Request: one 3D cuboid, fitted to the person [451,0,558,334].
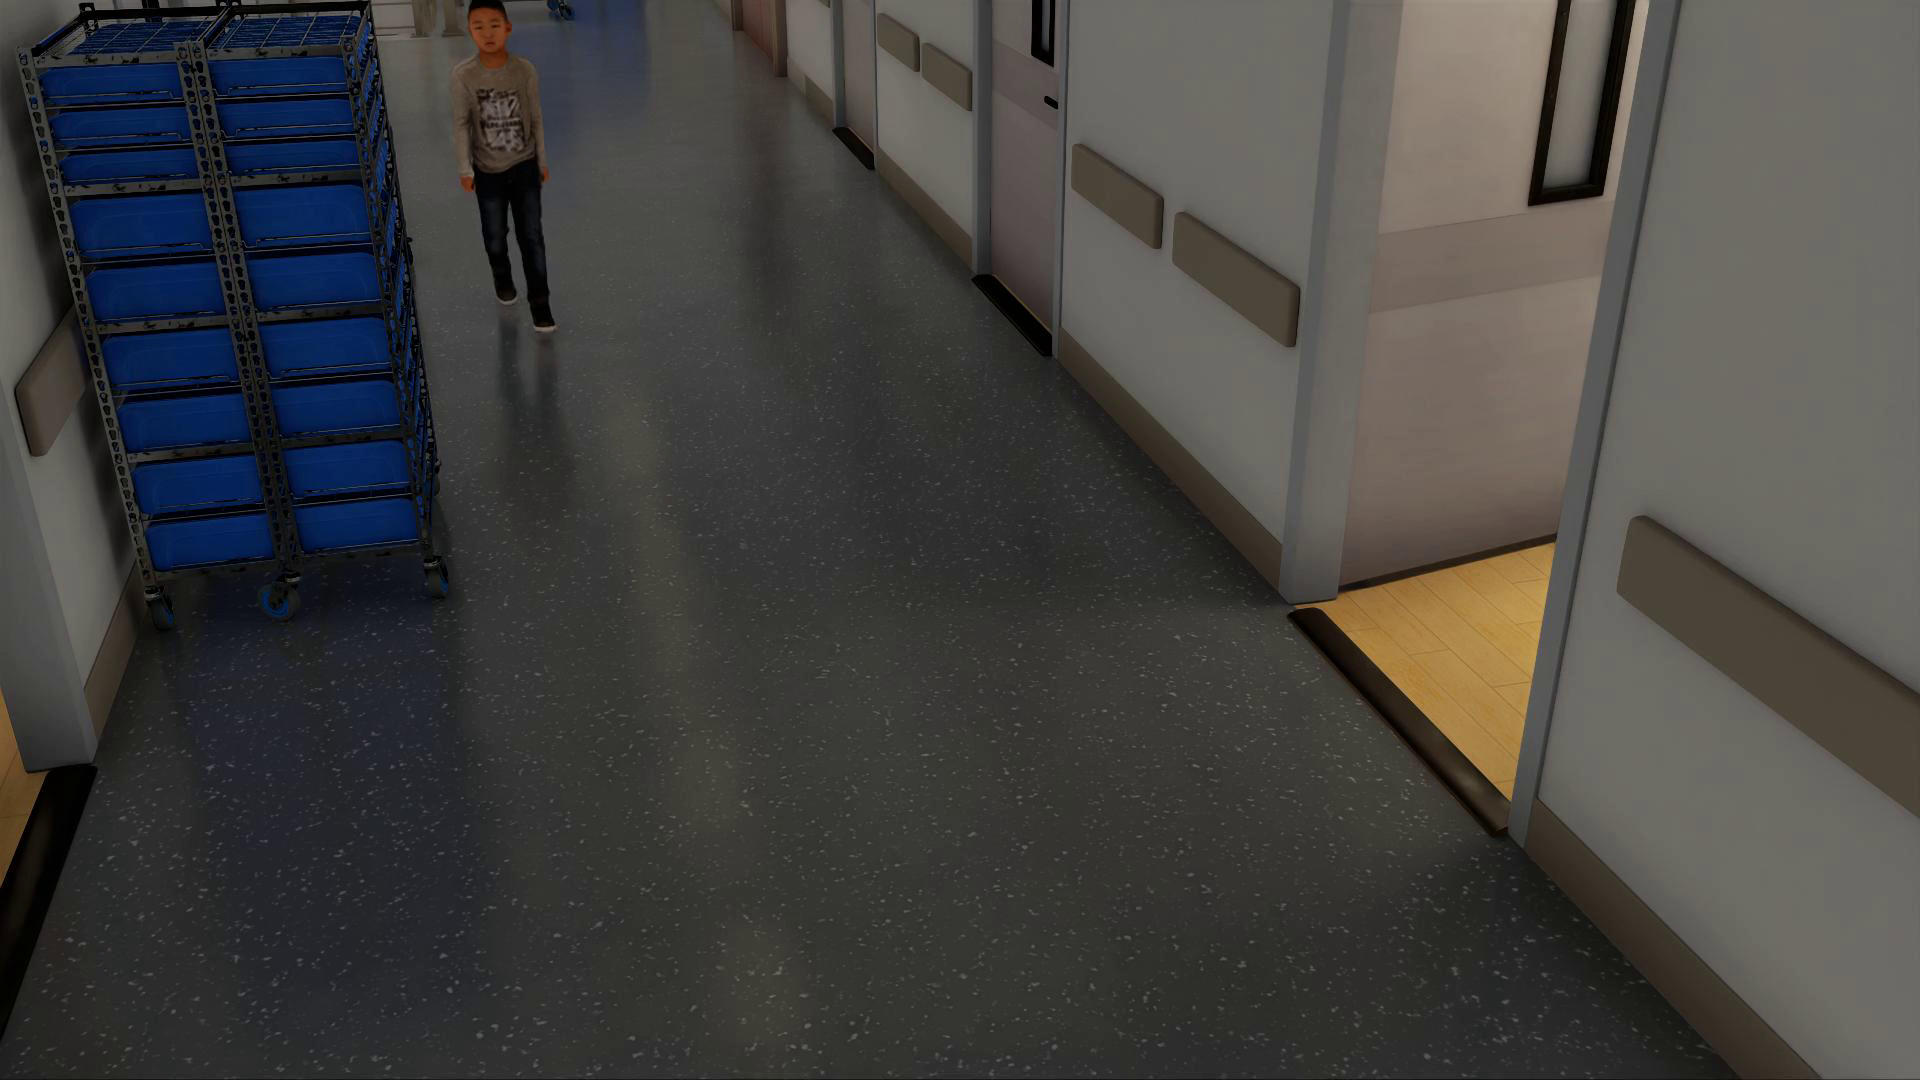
[{"bbox_3d":[-2.086,-1.708,7.556,0.618,1.439,1.033,-9,27,-19],"label":"person"}]
